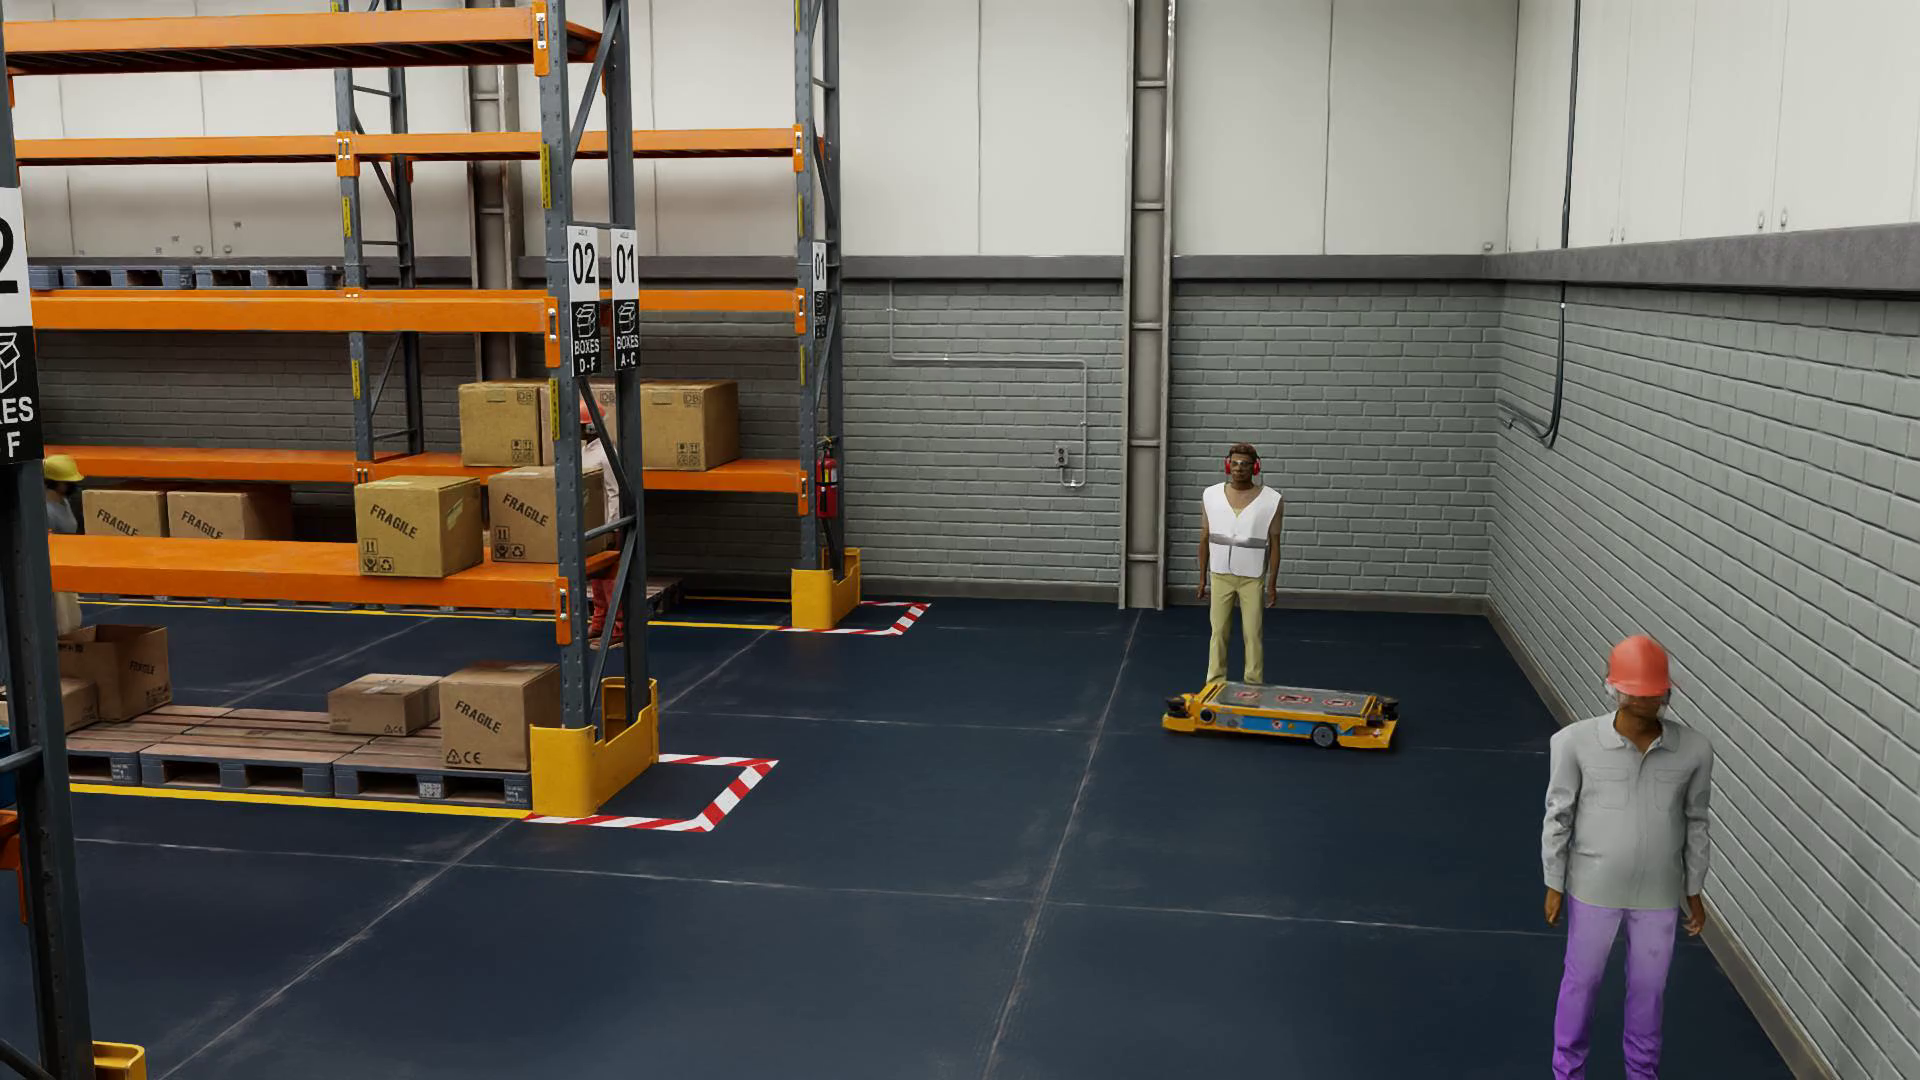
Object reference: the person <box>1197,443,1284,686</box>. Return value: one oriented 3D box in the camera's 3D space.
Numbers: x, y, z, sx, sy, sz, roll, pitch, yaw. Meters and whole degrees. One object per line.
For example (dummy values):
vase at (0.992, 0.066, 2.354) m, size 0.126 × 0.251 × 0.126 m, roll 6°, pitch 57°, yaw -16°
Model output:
person at (1.893, 0.259, 11.270) m, size 0.565 × 1.850 × 0.390 m, roll 4°, pitch 10°, yaw 21°

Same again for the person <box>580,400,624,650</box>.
person at (-2.885, -0.123, 13.202) m, size 0.394 × 1.987 × 0.623 m, roll -6°, pitch 11°, yaw -34°

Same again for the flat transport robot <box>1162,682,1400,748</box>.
flat transport robot at (2.093, 1.119, 10.816) m, size 1.431 × 0.197 × 0.652 m, roll 3°, pitch 10°, yaw 20°

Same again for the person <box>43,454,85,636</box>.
person at (-6.322, 0.261, 11.600) m, size 0.537 × 1.736 × 0.547 m, roll -2°, pitch 9°, yaw -13°

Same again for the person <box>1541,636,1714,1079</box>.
person at (2.318, 1.190, 5.788) m, size 0.572 × 1.750 × 0.331 m, roll 1°, pitch 9°, yaw 6°
